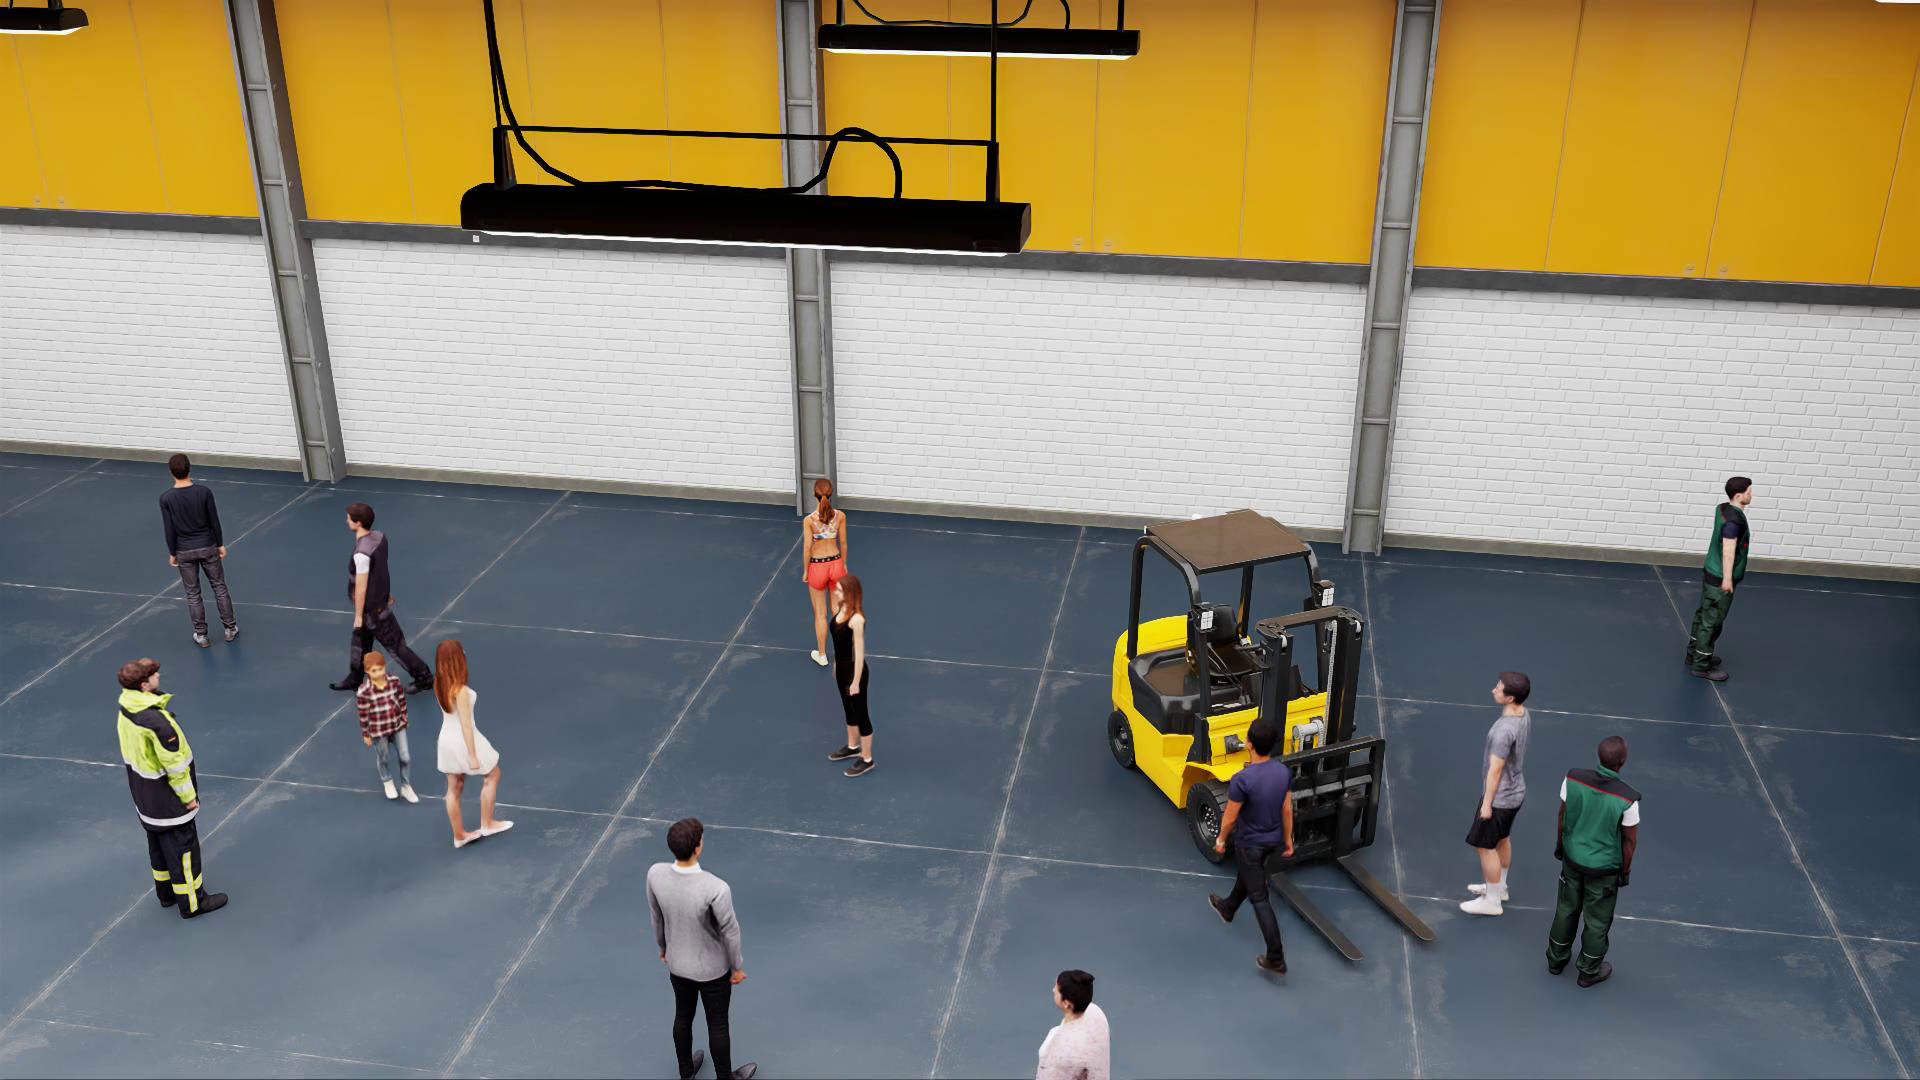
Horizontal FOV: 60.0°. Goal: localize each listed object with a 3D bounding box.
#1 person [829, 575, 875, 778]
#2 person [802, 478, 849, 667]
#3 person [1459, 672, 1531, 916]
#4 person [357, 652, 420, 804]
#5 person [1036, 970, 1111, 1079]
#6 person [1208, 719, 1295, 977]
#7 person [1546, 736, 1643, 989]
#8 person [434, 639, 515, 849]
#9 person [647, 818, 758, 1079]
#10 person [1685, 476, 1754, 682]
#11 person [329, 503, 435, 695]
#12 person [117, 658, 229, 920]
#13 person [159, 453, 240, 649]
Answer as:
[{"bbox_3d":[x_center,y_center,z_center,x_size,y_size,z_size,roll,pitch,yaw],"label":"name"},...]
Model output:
[{"bbox_3d":[-0.868,1.063,13.444,0.683,1.726,0.643,-12,26,-26],"label":"person"},{"bbox_3d":[-1.221,0.287,15.138,0.649,1.790,0.741,-9,25,-21],"label":"person"},{"bbox_3d":[3.808,1.777,11.634,0.739,1.867,0.823,17,29,33],"label":"person"},{"bbox_3d":[-4.552,1.439,13.124,0.711,1.293,0.770,-15,28,-31],"label":"person"},{"bbox_3d":[0.679,3.066,8.886,1.161,1.707,0.856,10,26,22],"label":"person"},{"bbox_3d":[2.028,2.078,11.098,1.195,1.744,1.190,-12,26,-26],"label":"person"},{"bbox_3d":[4.159,2.099,10.932,0.747,1.840,0.846,21,31,40],"label":"person"},{"bbox_3d":[-3.782,1.550,12.358,0.748,1.703,0.795,19,30,37],"label":"person"},{"bbox_3d":[-1.571,2.493,9.924,0.643,1.923,0.843,9,25,20],"label":"person"},{"bbox_3d":[6.834,0.311,14.945,0.596,1.900,0.693,6,24,14],"label":"person"},{"bbox_3d":[-5.009,0.567,14.486,1.246,1.801,0.889,-2,24,-4],"label":"person"},{"bbox_3d":[-5.577,1.716,11.628,0.781,1.983,0.926,17,29,34],"label":"person"},{"bbox_3d":[-7.107,0.094,15.483,0.697,1.868,0.774,-14,27,-28],"label":"person"}]
